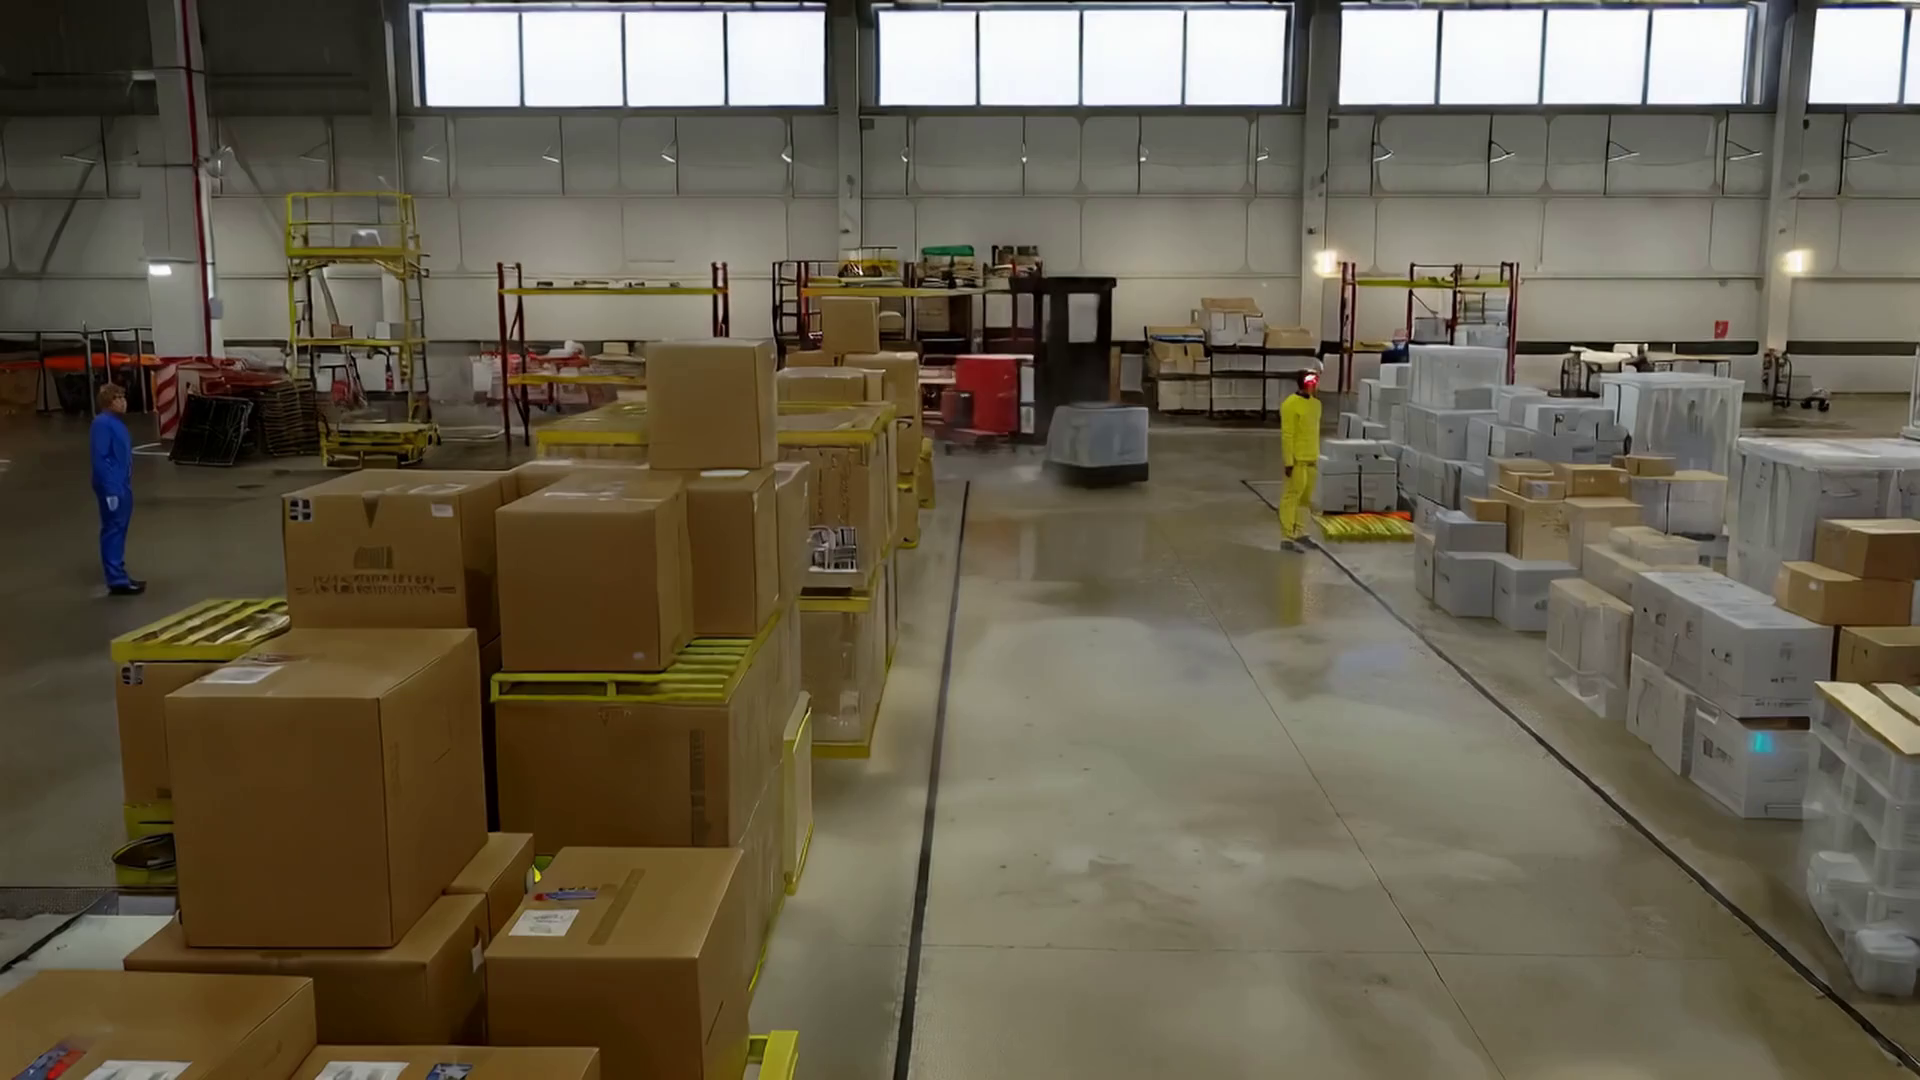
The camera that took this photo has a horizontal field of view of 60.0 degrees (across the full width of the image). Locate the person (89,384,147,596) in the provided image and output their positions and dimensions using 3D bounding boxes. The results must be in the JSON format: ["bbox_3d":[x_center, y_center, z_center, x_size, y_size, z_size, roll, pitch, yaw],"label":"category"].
[{"bbox_3d":[-7.714,-0.459,15.197,0.361,1.939,0.635,-3,10,-18],"label":"person"}]

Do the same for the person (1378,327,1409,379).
[{"bbox_3d":[7.044,-2.423,26.797,0.622,1.993,0.382,3,10,18],"label":"person"}]

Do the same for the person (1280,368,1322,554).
[{"bbox_3d":[3.588,-0.834,17.445,0.357,1.938,0.637,9,13,43],"label":"person"}]

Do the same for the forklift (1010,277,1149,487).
[{"bbox_3d":[1.675,-2.218,22.919,1.129,2.768,1.873,-6,11,-31],"label":"forklift"}]
